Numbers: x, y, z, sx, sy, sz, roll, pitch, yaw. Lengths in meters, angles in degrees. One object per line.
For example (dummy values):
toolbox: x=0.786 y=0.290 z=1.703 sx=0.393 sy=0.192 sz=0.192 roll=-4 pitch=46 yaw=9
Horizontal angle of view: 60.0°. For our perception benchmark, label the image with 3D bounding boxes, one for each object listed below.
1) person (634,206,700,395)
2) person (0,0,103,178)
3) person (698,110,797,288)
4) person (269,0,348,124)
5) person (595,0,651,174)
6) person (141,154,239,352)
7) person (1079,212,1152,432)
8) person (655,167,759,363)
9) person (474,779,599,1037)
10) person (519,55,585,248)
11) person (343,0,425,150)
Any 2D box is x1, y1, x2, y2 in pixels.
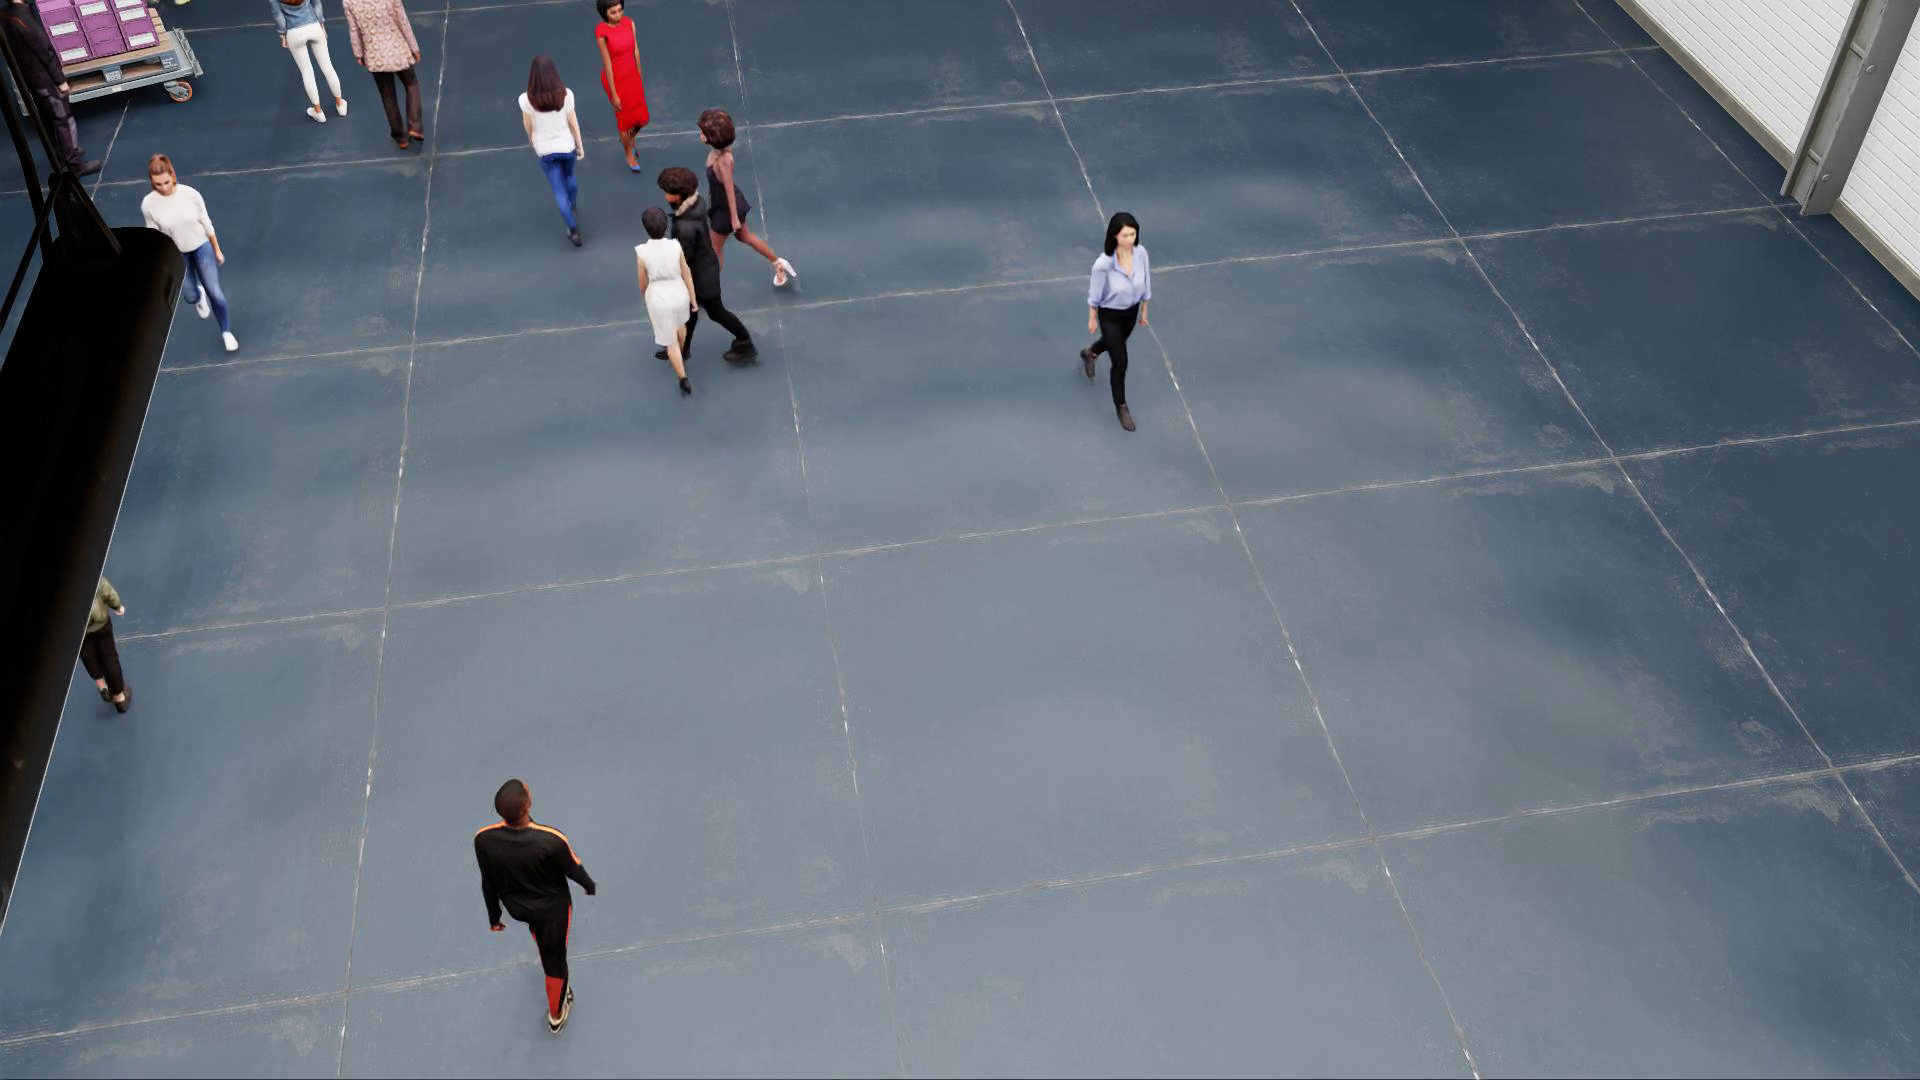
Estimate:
person: x=-2.173 y=-1.756 z=12.555 sx=0.646 sy=1.523 sz=0.868 roll=-15 pitch=46 yaw=-15
person: x=-8.197 y=-4.136 z=14.827 sx=0.750 sy=1.834 sz=0.848 roll=32 pitch=52 yaw=29
person: x=-1.773 y=-2.655 z=13.334 sx=0.627 sy=1.750 sz=1.027 roll=-6 pitch=44 yaw=-6
person: x=-6.127 y=-4.731 z=15.549 sx=0.677 sy=1.700 sz=0.645 roll=-23 pitch=48 yaw=-23
person: x=-3.072 y=-4.105 z=14.869 sx=0.786 sy=1.732 sz=0.725 roll=34 pitch=53 yaw=31
person: x=-6.007 y=-2.280 z=12.968 sx=0.750 sy=1.711 sz=0.927 roll=-17 pitch=46 yaw=-17
person: x=1.132 y=-1.699 z=12.358 sx=0.881 sy=1.711 sz=1.191 roll=-20 pitch=47 yaw=-20
person: x=-1.913 y=-2.047 z=12.707 sx=0.685 sy=1.734 sz=0.973 roll=-3 pitch=44 yaw=-3
person: x=-2.185 y=1.932 z=8.493 sx=0.797 sy=1.785 sz=0.979 roll=2 pitch=44 yaw=2
person: x=-3.373 y=-3.206 z=13.981 sx=0.720 sy=1.655 sz=0.939 roll=-17 pitch=46 yaw=-17
person: x=-5.194 y=-4.375 z=15.106 sx=0.737 sy=1.795 sz=0.684 roll=-11 pitch=45 yaw=-11
